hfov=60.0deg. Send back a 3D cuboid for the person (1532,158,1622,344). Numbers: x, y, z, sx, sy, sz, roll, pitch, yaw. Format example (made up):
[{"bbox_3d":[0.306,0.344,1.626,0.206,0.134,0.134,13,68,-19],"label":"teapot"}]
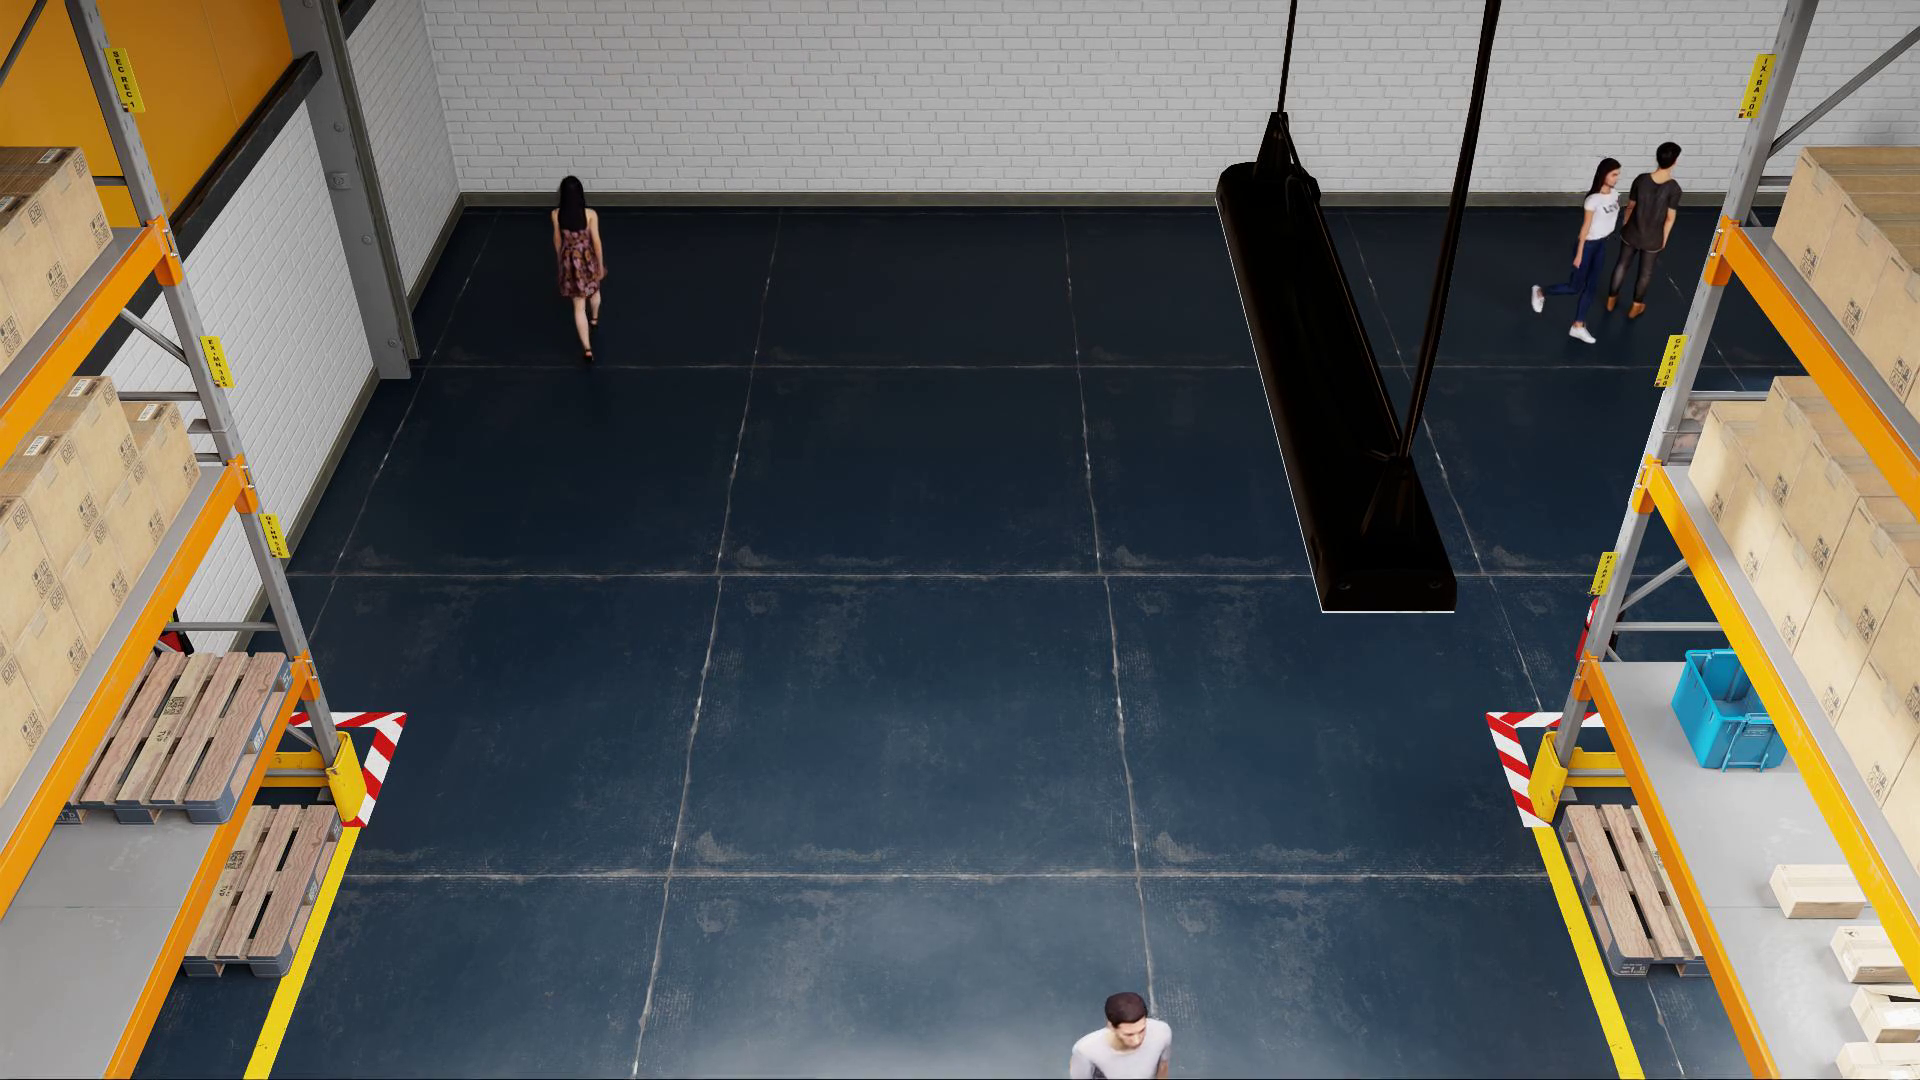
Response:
[{"bbox_3d":[5.704,-2.684,15.278,0.950,1.757,1.058,-27,46,-30],"label":"person"}]

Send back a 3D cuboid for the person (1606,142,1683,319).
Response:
[{"bbox_3d":[6.417,-2.905,15.590,0.685,1.712,0.717,26,45,29],"label":"person"}]

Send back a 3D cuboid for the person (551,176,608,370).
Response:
[{"bbox_3d":[-3.404,-2.373,14.914,0.770,1.726,1.232,-7,39,-8],"label":"person"}]

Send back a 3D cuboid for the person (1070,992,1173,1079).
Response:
[{"bbox_3d":[0.766,2.794,8.346,0.805,1.848,0.988,-7,39,-9],"label":"person"}]
